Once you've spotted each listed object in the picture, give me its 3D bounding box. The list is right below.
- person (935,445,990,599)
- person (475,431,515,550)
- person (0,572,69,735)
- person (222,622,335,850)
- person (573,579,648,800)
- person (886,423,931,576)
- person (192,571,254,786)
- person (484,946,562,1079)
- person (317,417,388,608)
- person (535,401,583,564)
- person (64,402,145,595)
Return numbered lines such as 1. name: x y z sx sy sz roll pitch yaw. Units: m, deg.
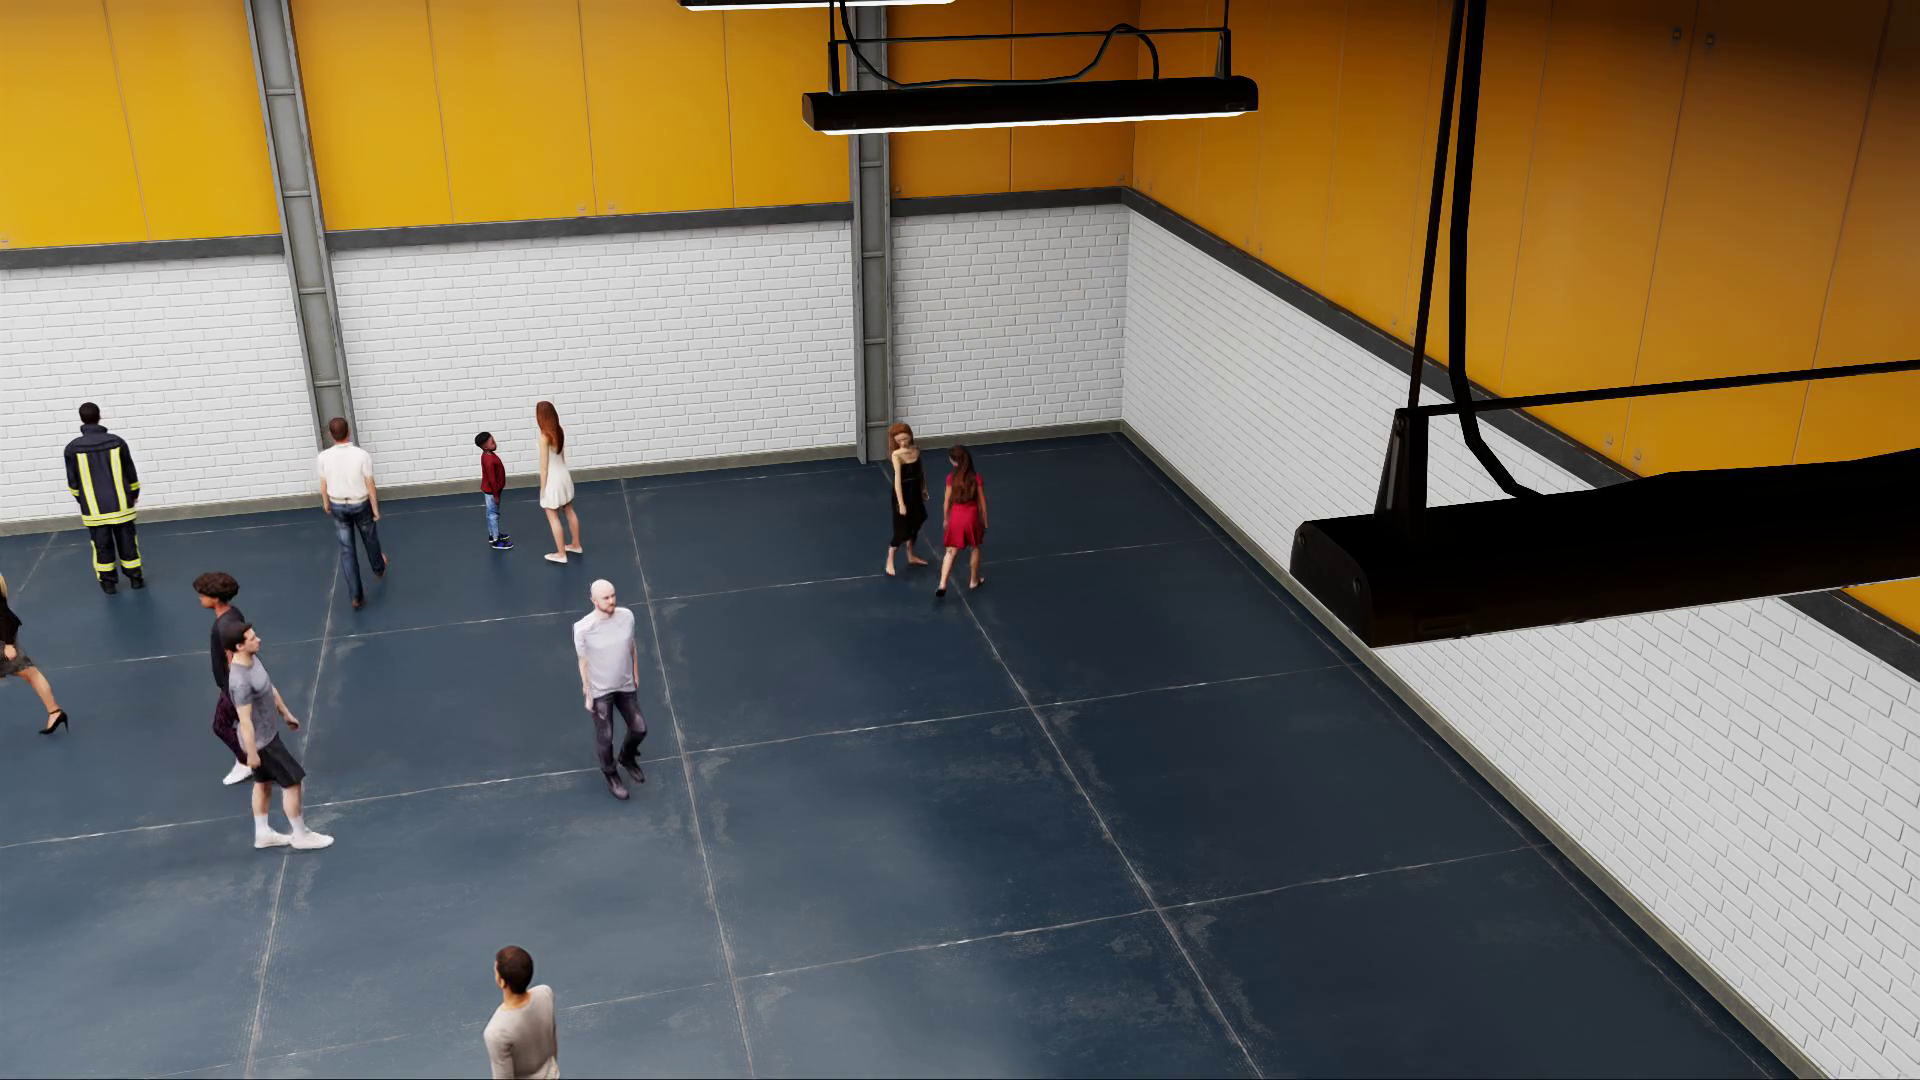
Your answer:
1. person: 0.008 -0.173 16.167 0.962 1.521 0.921 8 25 17
2. person: -4.882 -0.537 17.333 0.513 1.256 0.527 -9 25 -21
3. person: -7.671 0.826 13.531 1.171 1.803 0.850 -14 27 -29
4. person: -5.159 1.437 12.065 0.787 1.858 0.662 -7 25 -15
5. person: -2.745 1.111 12.856 0.710 1.820 0.807 -16 28 -32
6. person: -0.555 -0.423 16.637 0.848 1.602 0.775 8 25 18
7. person: -5.600 1.059 13.039 0.638 1.769 0.665 -9 25 -19
8. person: -2.237 2.905 8.693 0.787 1.868 0.743 11 26 24
9. person: -5.873 -0.244 15.969 1.093 1.811 0.803 -4 24 -9
10. person: -4.106 -0.601 16.917 0.678 1.705 0.644 8 25 19
11. person: -8.324 -0.418 16.225 0.702 1.925 0.899 -13 27 -27
